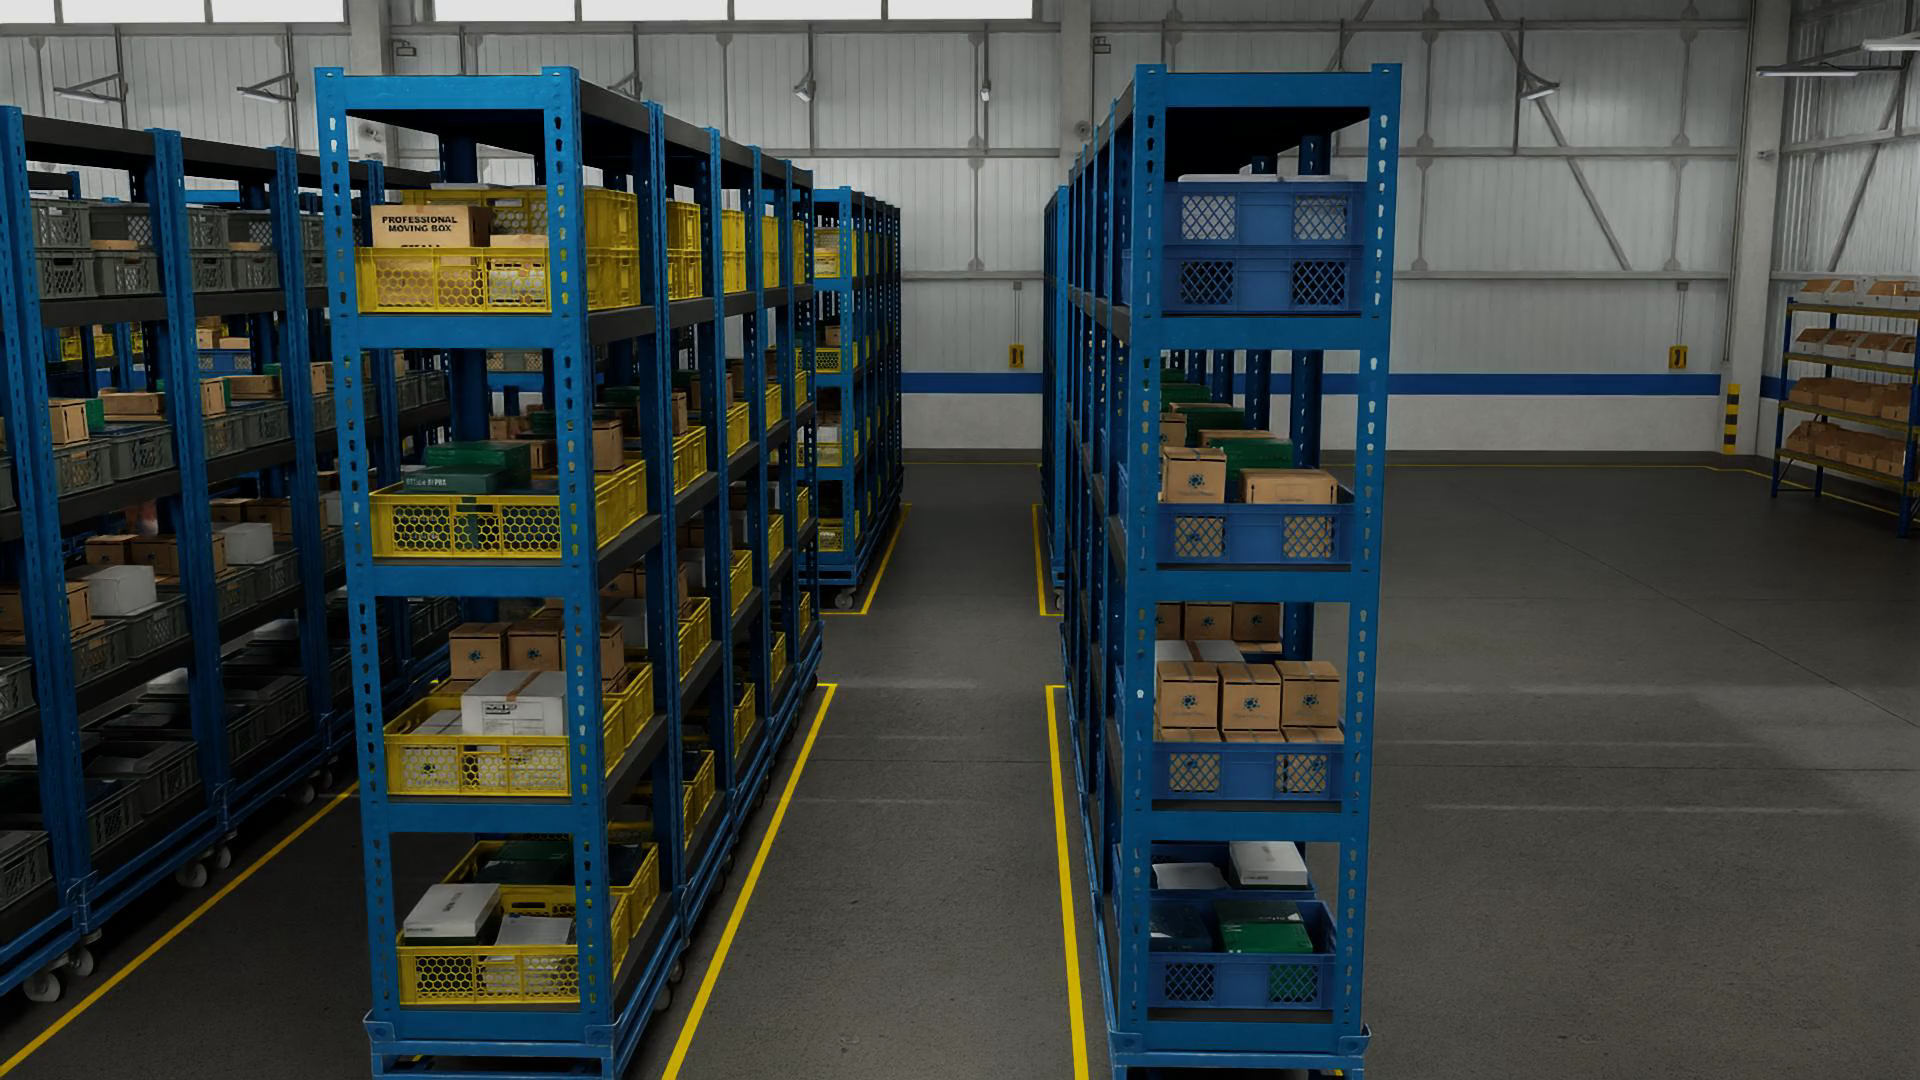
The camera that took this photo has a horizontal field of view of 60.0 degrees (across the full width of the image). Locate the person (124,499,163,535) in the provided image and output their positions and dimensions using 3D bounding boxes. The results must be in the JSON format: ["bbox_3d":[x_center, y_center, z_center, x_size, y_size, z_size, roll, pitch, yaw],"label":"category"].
[{"bbox_3d":[-6.482,-0.223,13.445,0.856,1.967,0.628,5,11,26],"label":"person"}]

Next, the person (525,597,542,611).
[{"bbox_3d":[-3.341,-0.201,13.674,0.548,1.830,0.570,0,10,1],"label":"person"}]
